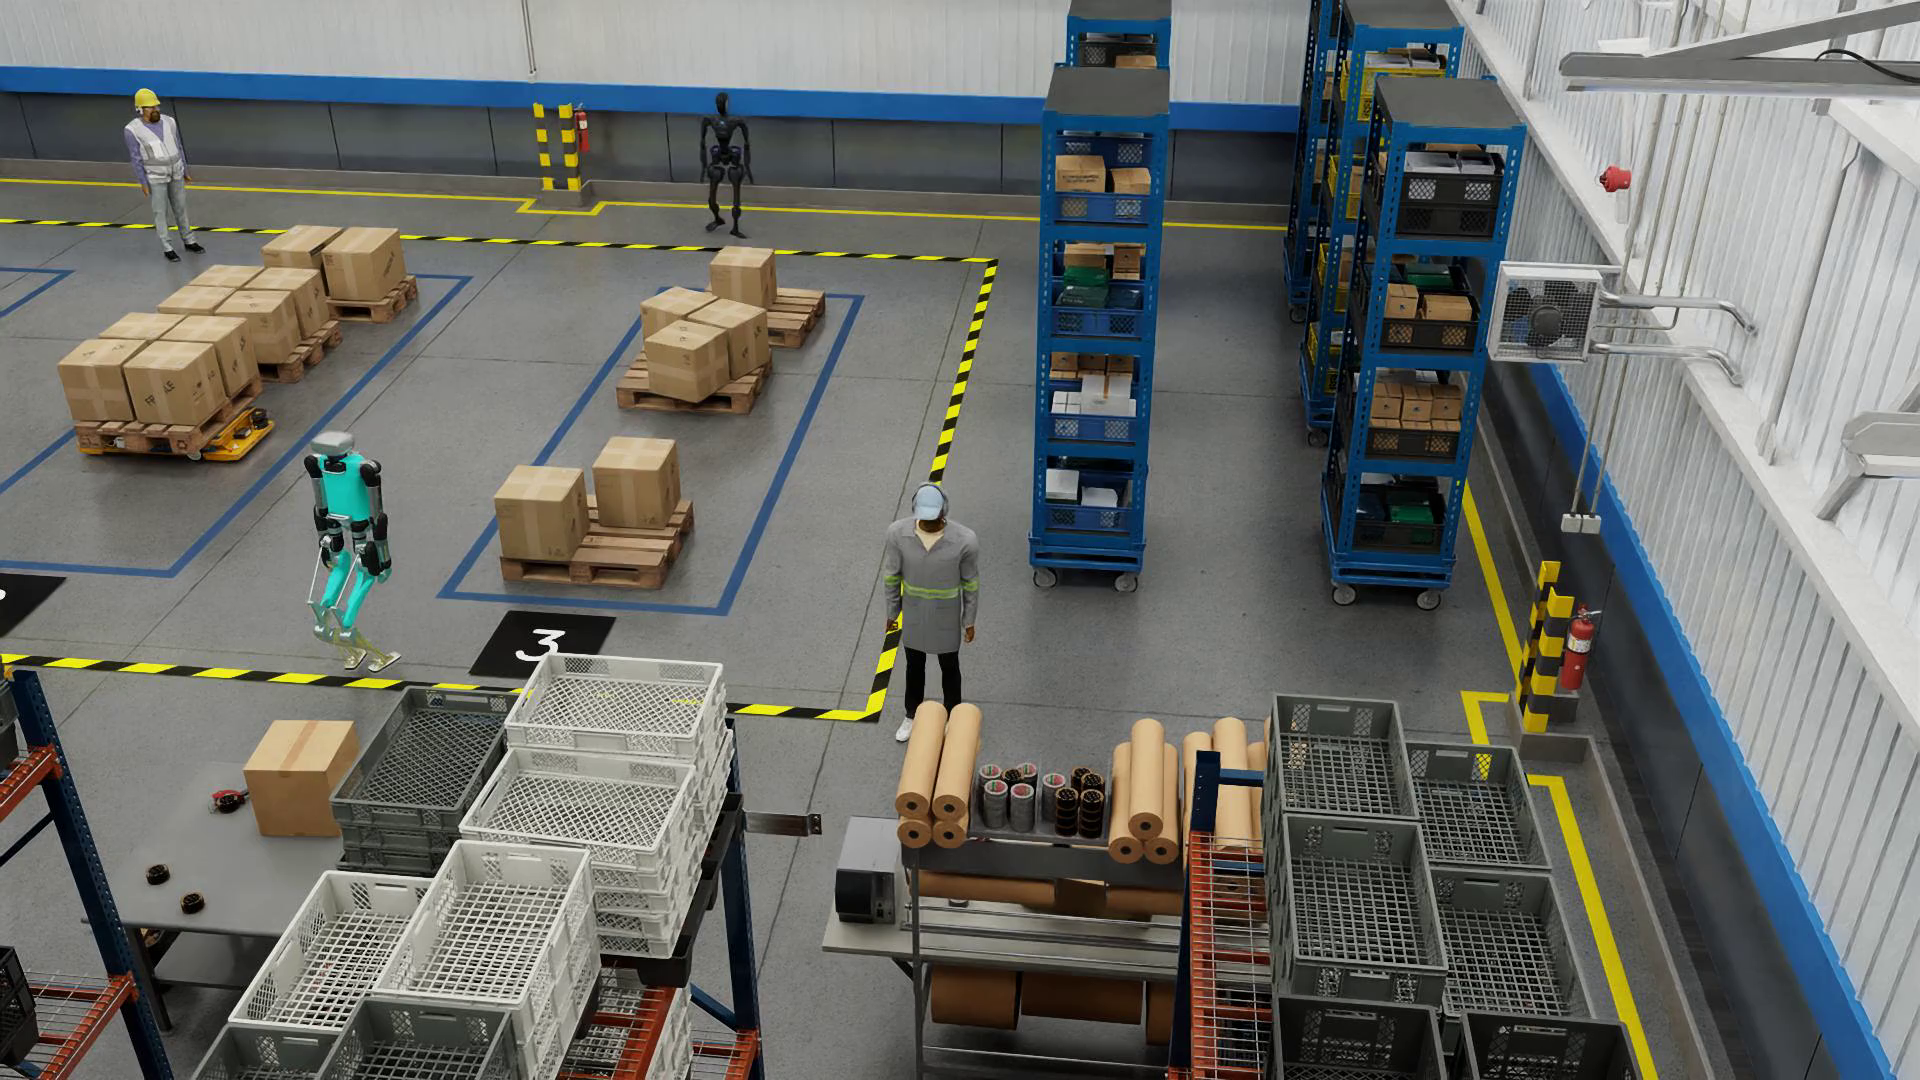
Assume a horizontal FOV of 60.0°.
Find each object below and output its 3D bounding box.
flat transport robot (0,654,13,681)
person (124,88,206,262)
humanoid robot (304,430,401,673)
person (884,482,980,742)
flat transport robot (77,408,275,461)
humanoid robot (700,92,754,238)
[{"bbox_3d":[-7.142,0.969,11.010,1.431,0.231,0.659,3,30,6],"label":"flat transport robot"},{"bbox_3d":[-8.543,-3.922,17.850,0.404,1.837,0.589,18,35,29],"label":"person"},{"bbox_3d":[-4.049,0.155,10.817,0.533,1.674,0.735,9,31,15],"label":"humanoid robot"},{"bbox_3d":[-0.185,0.466,10.299,0.596,1.851,0.384,6,31,10],"label":"person"},{"bbox_3d":[-6.728,-0.944,14.268,1.431,0.197,0.652,3,30,6],"label":"flat transport robot"},{"bbox_3d":[-2.594,-4.175,18.450,0.617,1.647,0.455,1,30,1],"label":"humanoid robot"}]
